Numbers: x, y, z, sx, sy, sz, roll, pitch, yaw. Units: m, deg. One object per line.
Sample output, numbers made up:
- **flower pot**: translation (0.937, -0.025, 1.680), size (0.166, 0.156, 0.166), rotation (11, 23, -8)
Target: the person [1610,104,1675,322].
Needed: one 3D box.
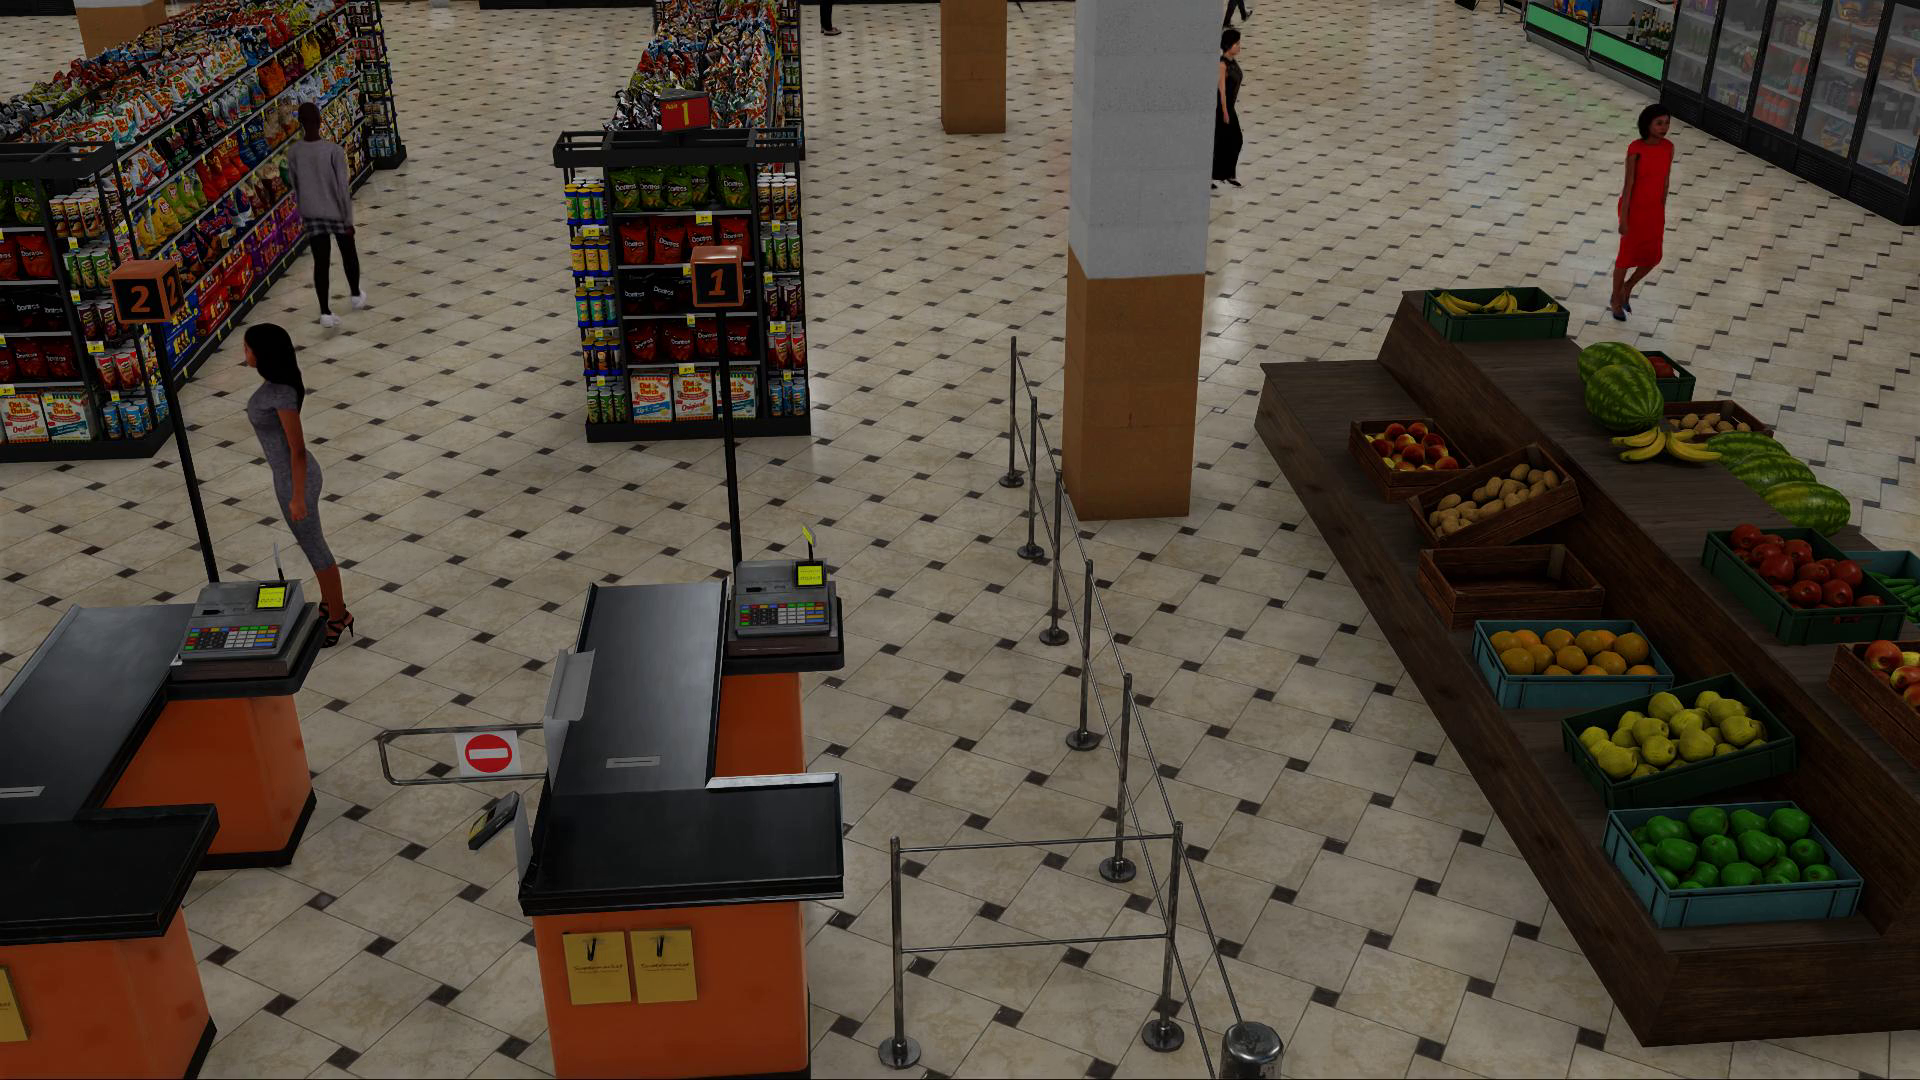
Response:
- **person**: translation (5.379, -2.614, 13.273), size (0.641, 1.733, 0.644), rotation (-6, 28, -13)

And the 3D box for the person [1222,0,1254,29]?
- **person**: translation (4.155, -8.622, 25.049), size (1.128, 1.798, 1.134), rotation (-23, 35, -38)

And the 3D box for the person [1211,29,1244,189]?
- **person**: translation (2.586, -4.360, 16.881), size (0.809, 1.585, 0.749), rotation (16, 31, 29)

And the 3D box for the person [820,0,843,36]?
- **person**: translation (-1.983, -8.371, 24.753), size (0.740, 1.617, 0.610), rotation (-7, 28, -13)

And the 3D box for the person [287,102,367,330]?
- **person**: translation (-5.007, -2.500, 13.051), size (0.634, 1.730, 1.126), rotation (-1, 27, -2)

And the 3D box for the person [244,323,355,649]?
- **person**: translation (-3.423, -0.278, 8.615), size (0.721, 1.780, 0.588), rotation (-12, 29, -23)
